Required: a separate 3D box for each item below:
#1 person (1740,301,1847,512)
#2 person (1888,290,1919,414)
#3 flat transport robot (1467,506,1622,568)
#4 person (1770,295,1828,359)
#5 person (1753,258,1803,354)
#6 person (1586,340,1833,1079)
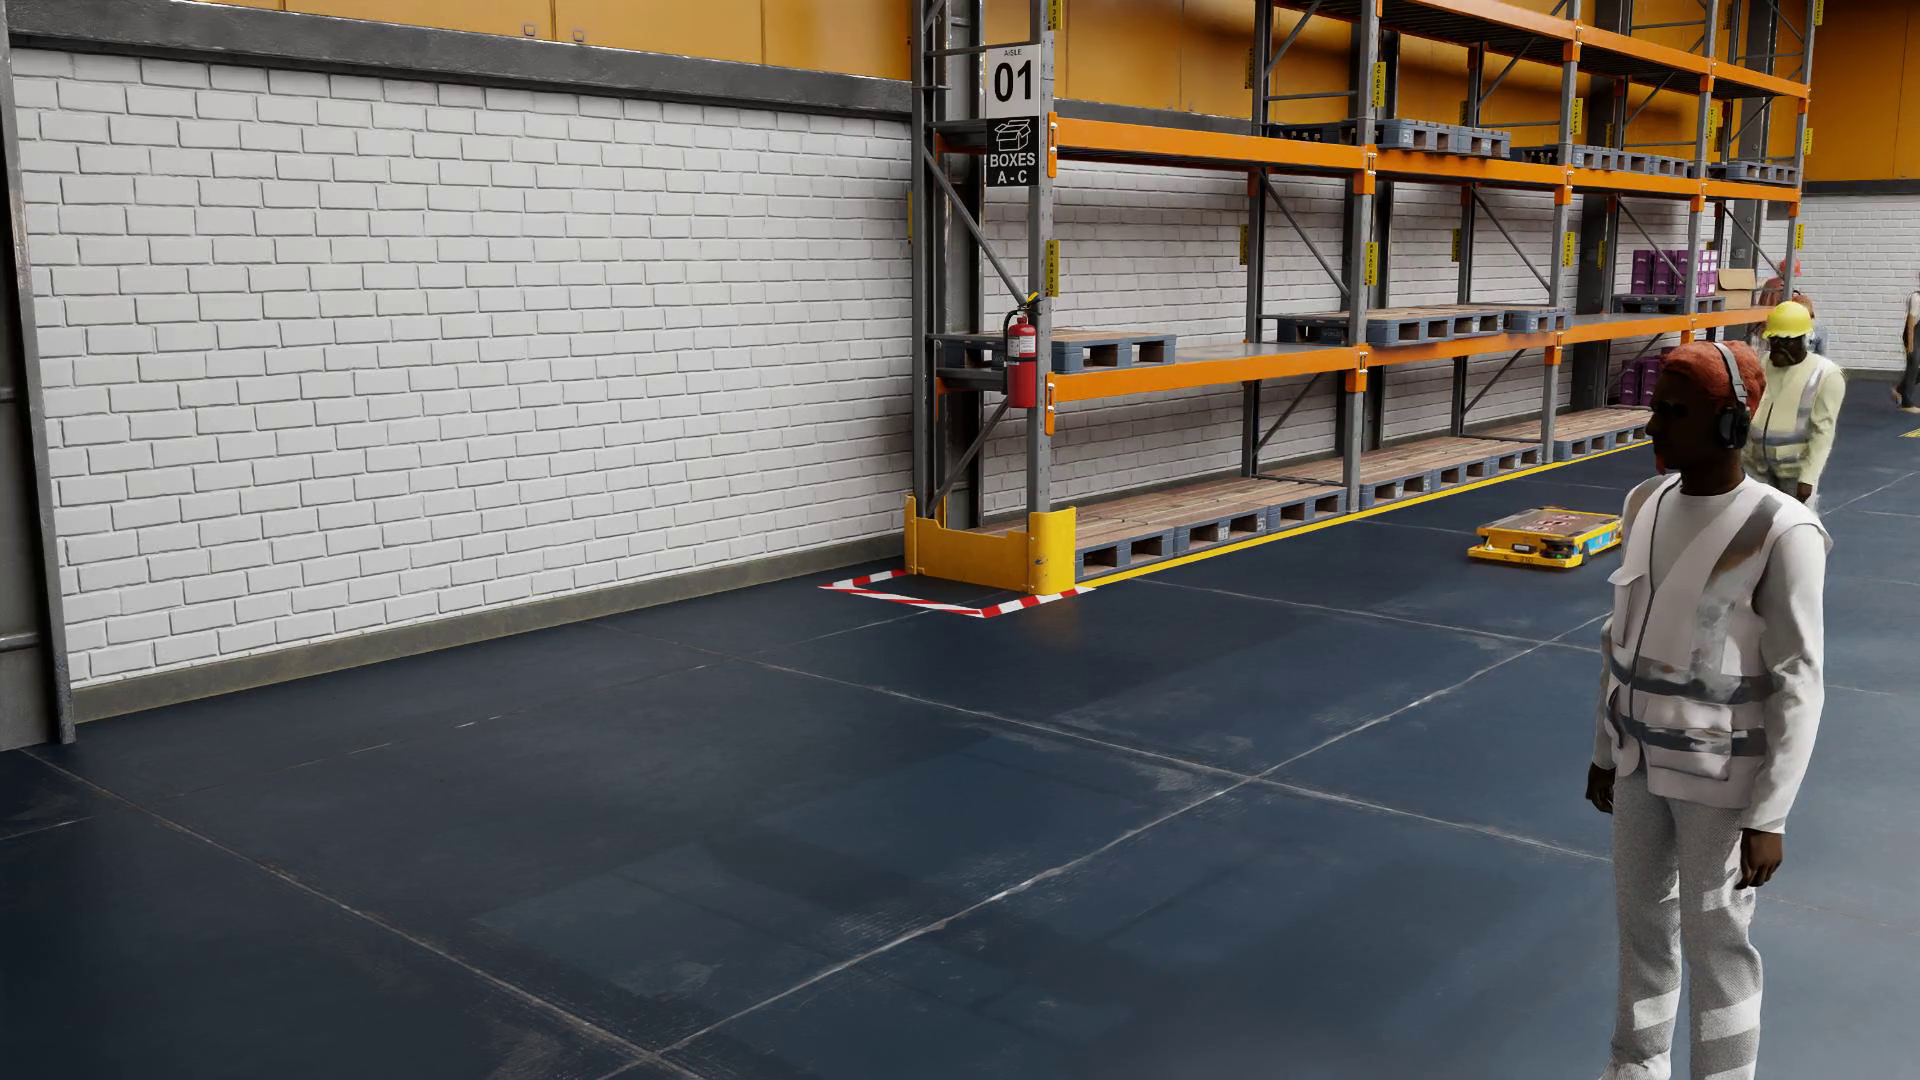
[{"bbox_3d":[4.440,-0.402,9.086,0.833,1.781,0.609,-8,13,-37],"label":"person"},{"bbox_3d":[11.982,-2.494,20.873,0.530,1.831,0.498,-6,11,-29],"label":"person"},{"bbox_3d":[4.043,-0.034,11.310,0.652,0.197,1.431,8,13,38],"label":"flat transport robot"},{"bbox_3d":[8.053,-1.540,16.033,0.500,1.628,0.277,3,11,19],"label":"person"},{"bbox_3d":[11.421,-2.984,23.384,0.387,1.947,0.757,-2,10,-13],"label":"person"},{"bbox_3d":[1.575,0.511,3.618,0.343,1.882,0.585,-3,10,-15],"label":"person"}]
